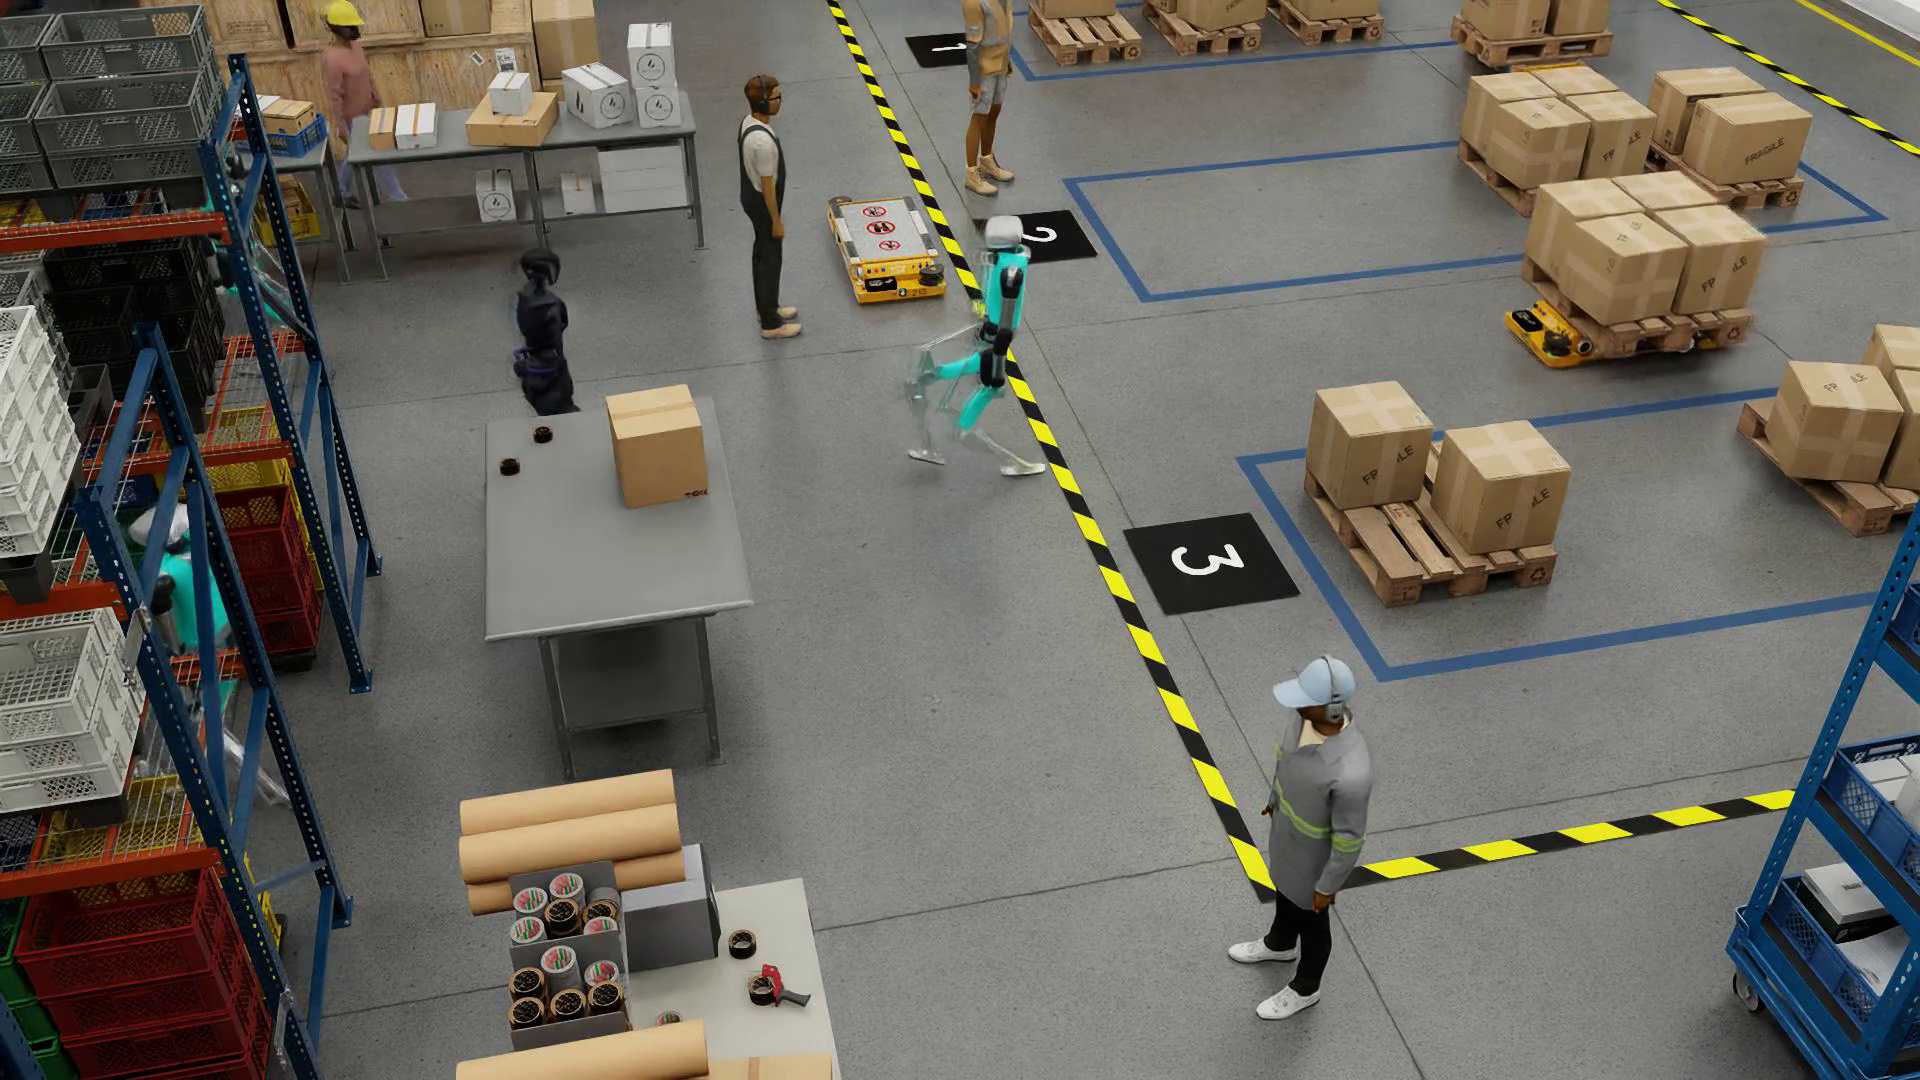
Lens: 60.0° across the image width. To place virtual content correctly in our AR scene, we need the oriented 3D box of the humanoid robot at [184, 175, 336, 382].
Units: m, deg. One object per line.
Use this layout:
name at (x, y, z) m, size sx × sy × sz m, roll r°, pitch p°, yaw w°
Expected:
humanoid robot at (-4.466, -1.773, 10.740) m, size 0.882 × 1.822 × 0.530 m, roll -1°, pitch 37°, yaw -1°

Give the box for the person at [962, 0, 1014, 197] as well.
person at (0.266, -3.729, 13.091) m, size 0.400 × 2.028 × 0.612 m, roll 18°, pitch 40°, yaw 23°

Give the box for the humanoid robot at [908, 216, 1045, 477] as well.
humanoid robot at (-0.009, -1.068, 9.813) m, size 1.035 × 1.777 × 0.536 m, roll -1°, pitch 37°, yaw -1°

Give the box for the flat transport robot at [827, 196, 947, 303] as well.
flat transport robot at (-0.570, -2.220, 12.538) m, size 0.659 × 0.231 × 1.431 m, roll -8°, pitch 37°, yaw -10°

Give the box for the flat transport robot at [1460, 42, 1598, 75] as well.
flat transport robot at (5.331, -4.516, 15.599) m, size 0.652 × 0.197 × 1.431 m, roll -8°, pitch 37°, yaw -10°

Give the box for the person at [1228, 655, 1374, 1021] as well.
person at (1.353, 1.184, 6.635) m, size 0.387 × 1.850 × 0.599 m, roll -8°, pitch 37°, yaw -10°

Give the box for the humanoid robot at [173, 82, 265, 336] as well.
humanoid robot at (-4.959, -2.120, 11.249) m, size 0.554 × 1.854 × 0.776 m, roll -24°, pitch 43°, yaw -28°

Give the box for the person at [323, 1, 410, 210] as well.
person at (-4.588, -3.273, 12.744) m, size 0.890 × 1.706 × 0.535 m, roll 2°, pitch 37°, yaw 3°

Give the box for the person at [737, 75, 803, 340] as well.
person at (-1.306, -2.244, 11.259) m, size 0.338 × 1.840 × 0.501 m, roll -10°, pitch 38°, yaw -13°

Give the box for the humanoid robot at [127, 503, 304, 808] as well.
humanoid robot at (-3.649, 0.569, 7.606) m, size 1.016 × 1.784 × 0.534 m, roll 8°, pitch 37°, yaw 10°

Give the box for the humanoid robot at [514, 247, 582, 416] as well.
humanoid robot at (-2.442, -0.889, 9.576) m, size 0.529 × 1.624 × 0.610 m, roll -21°, pitch 42°, yaw -26°

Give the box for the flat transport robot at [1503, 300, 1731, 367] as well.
flat transport robot at (4.603, -1.520, 11.573) m, size 1.431 × 0.197 × 0.652 m, roll -8°, pitch 37°, yaw -10°
